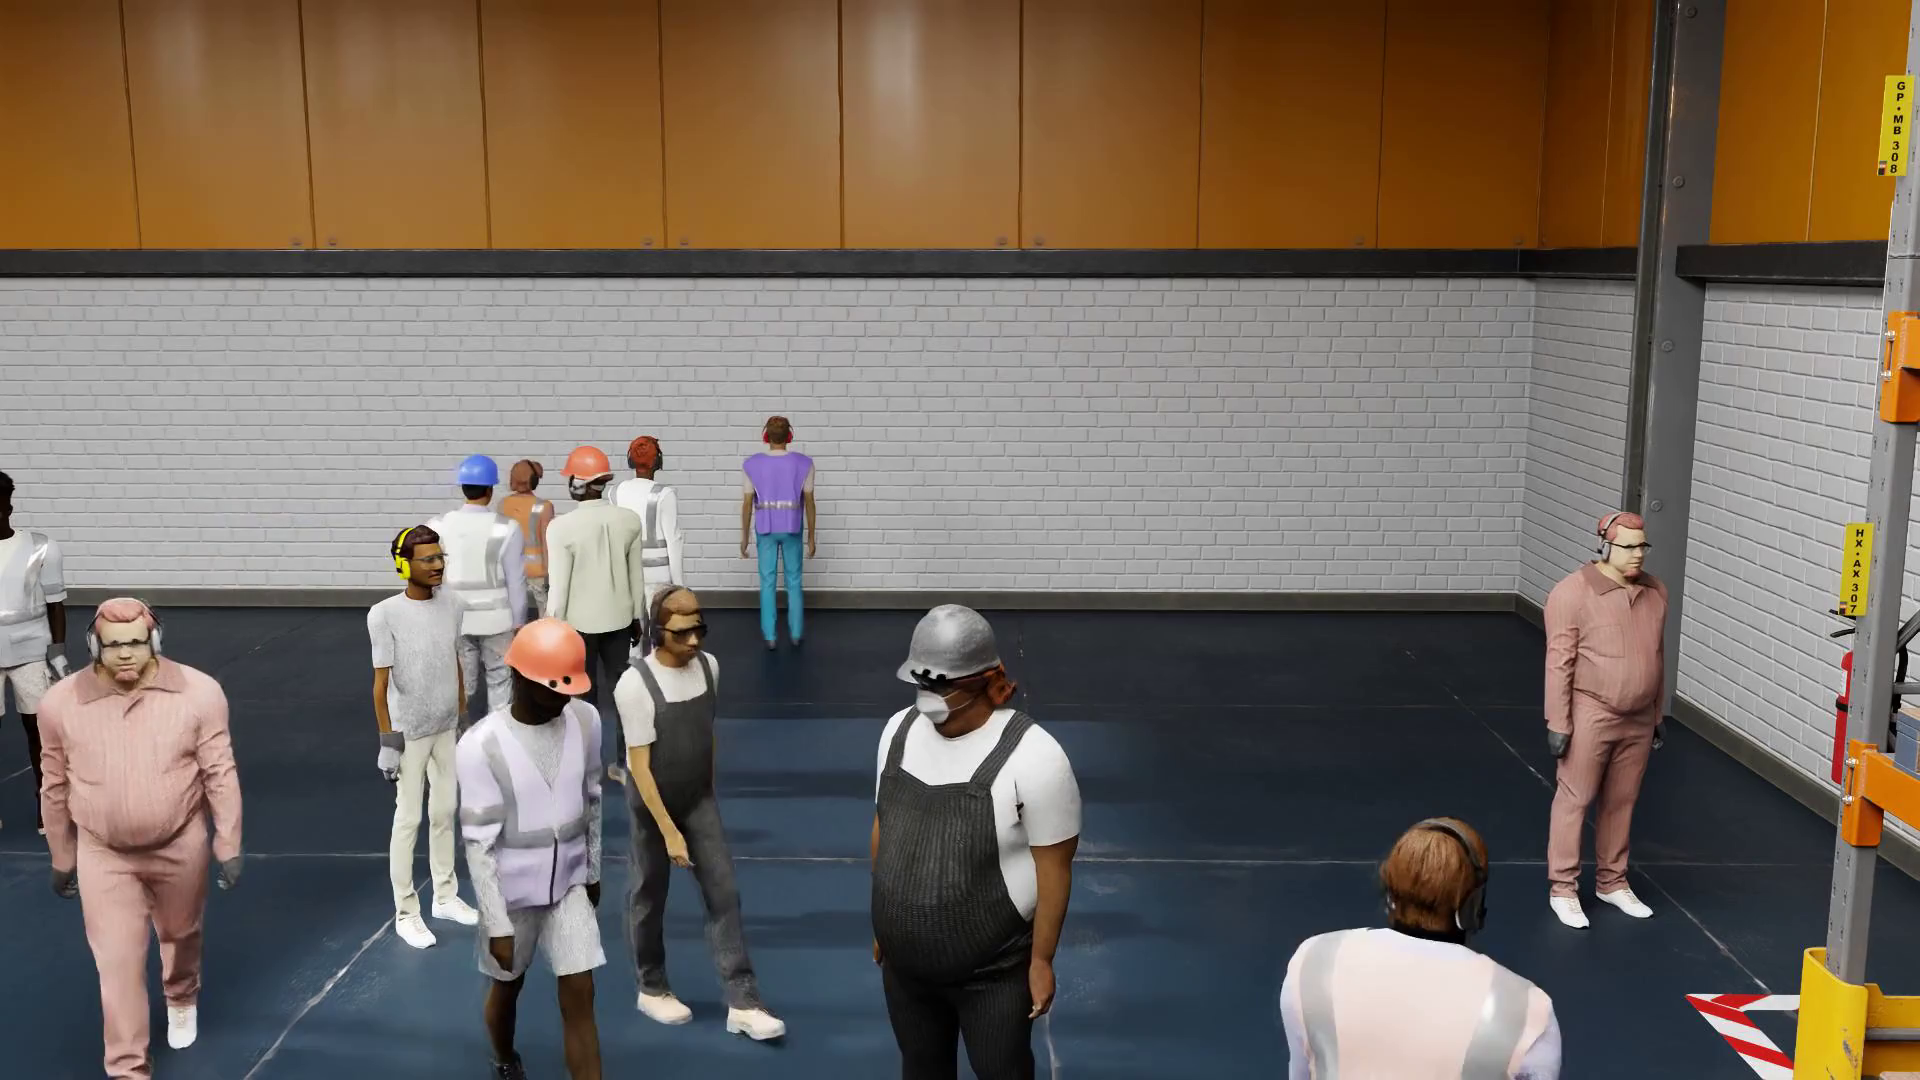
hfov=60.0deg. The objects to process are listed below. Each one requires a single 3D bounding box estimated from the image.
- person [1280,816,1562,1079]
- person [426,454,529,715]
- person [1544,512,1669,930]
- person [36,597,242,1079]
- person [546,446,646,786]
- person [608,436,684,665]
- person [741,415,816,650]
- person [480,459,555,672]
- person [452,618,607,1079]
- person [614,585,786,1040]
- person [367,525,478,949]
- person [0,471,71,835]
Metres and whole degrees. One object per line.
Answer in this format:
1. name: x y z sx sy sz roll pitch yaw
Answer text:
1. person: 1.016 1.506 3.707 0.627 1.830 0.437 6 11 32
2. person: -2.824 0.475 9.592 0.619 1.928 0.700 1 10 8
3. person: 2.971 0.814 7.605 0.651 1.906 0.409 -3 10 -20
4. person: -2.976 1.101 6.083 0.653 1.855 1.005 -5 11 -26
5. person: -2.074 0.458 9.463 0.622 1.995 0.379 -9 13 -43
6. person: -2.065 0.246 11.067 0.584 1.884 0.346 6 11 30
7. person: -1.416 -0.054 13.024 0.579 1.851 0.401 -1 10 -8
8. person: -3.158 0.227 11.995 0.522 1.616 0.740 4 10 25
9. person: -1.386 1.170 5.552 0.558 1.871 0.964 -8 12 -40
10. person: -1.029 1.065 6.380 0.849 1.806 0.520 9 13 43
11. person: -2.374 0.858 7.432 0.326 1.876 0.518 6 11 31
12. person: -5.008 0.600 8.728 0.600 1.958 0.379 -4 10 -22
